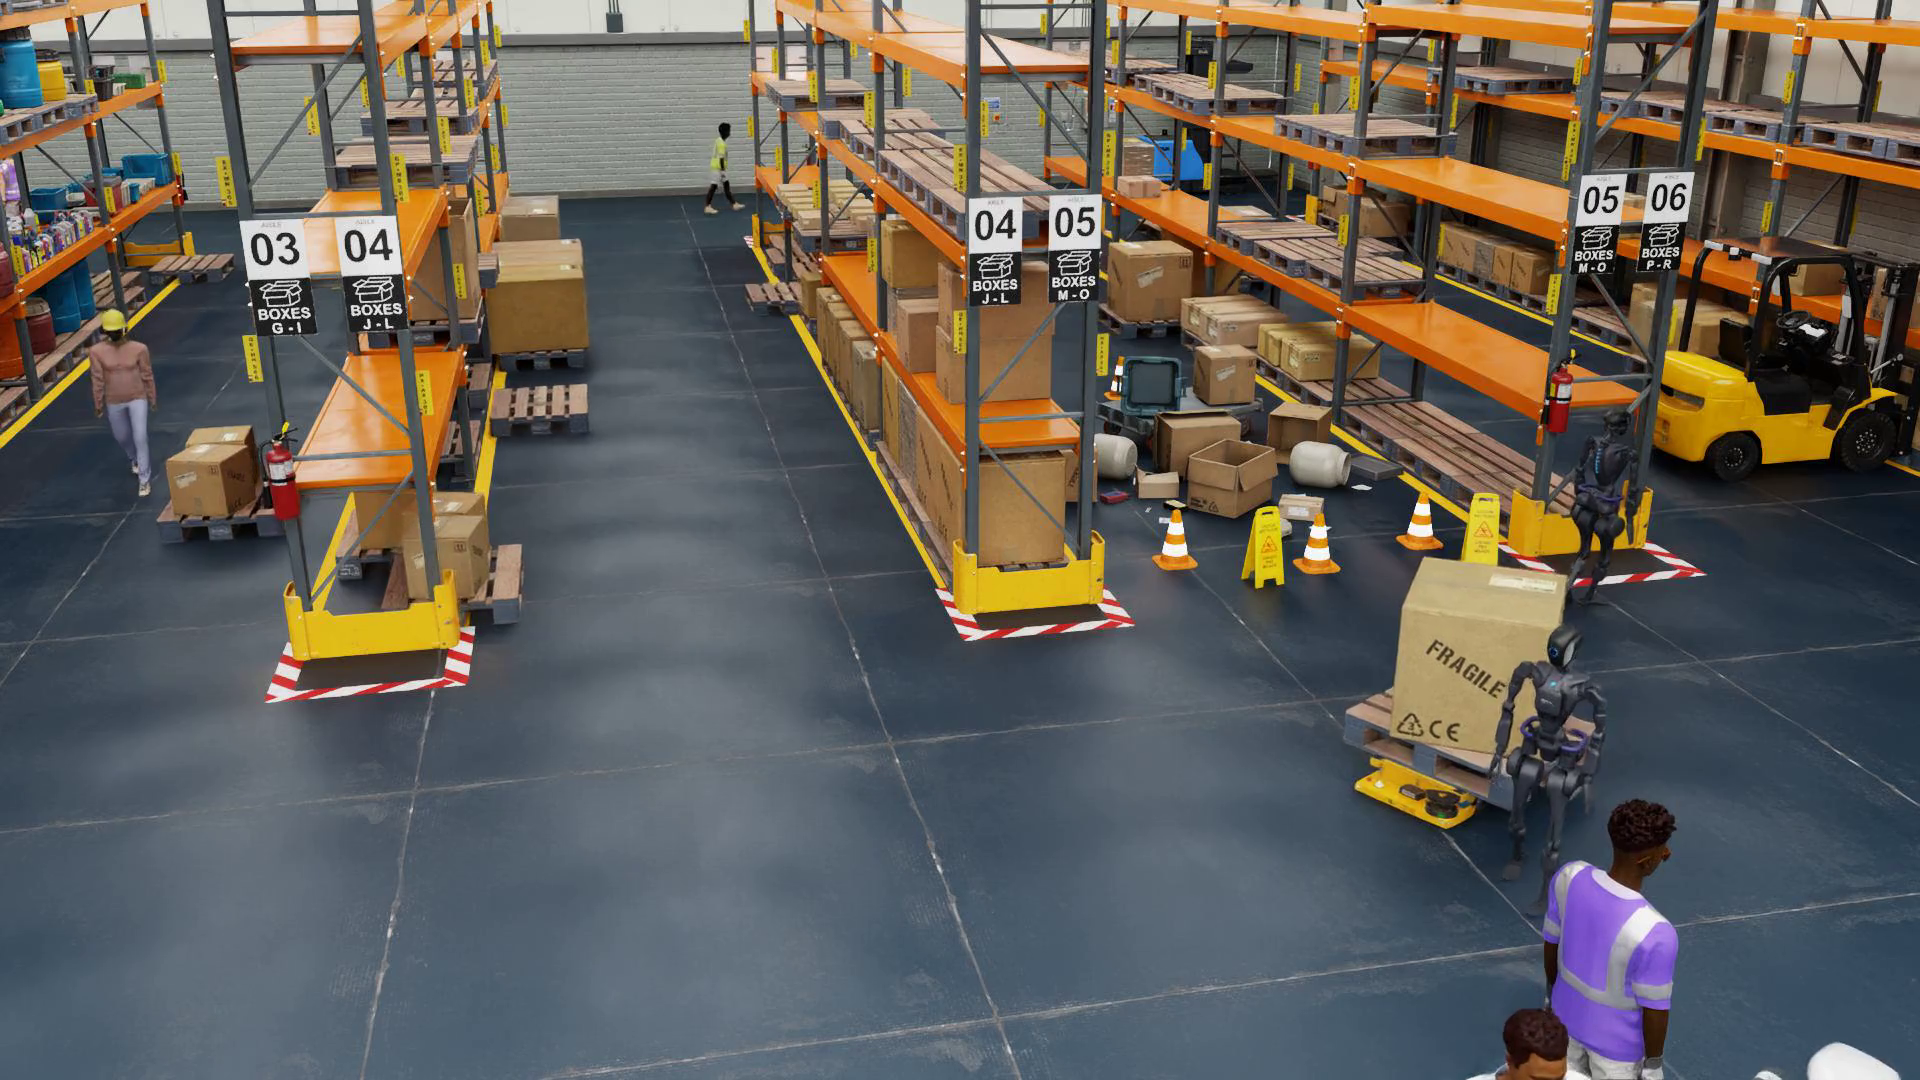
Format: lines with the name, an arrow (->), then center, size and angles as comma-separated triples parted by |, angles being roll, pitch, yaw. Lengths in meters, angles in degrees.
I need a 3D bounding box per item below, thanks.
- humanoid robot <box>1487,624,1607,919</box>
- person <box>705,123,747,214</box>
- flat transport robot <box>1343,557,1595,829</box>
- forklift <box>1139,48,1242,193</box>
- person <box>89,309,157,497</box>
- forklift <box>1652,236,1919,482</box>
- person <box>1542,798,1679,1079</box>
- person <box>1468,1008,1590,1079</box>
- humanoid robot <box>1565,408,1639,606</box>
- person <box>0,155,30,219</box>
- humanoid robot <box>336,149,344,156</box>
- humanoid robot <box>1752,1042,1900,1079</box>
humanoid robot -> 3.150, 1.199, 8.968 | 0.611, 1.646, 0.562 | 16, 26, 37
person -> -4.358, -6.845, 30.656 | 0.813, 1.638, 0.542 | -2, 20, -6
flat transport robot -> 3.192, 1.399, 10.436 | 1.431, 0.231, 0.659 | -17, 26, -39
forklift -> 4.566, -8.313, 32.860 | 1.873, 2.768, 1.129 | -4, 21, -12
person -> -7.862, -1.341, 15.701 | 0.528, 1.743, 0.776 | -6, 21, -16
forklift -> 8.013, -1.814, 16.330 | 2.313, 2.155, 1.214 | -4, 21, -12
person -> 2.563, 1.915, 6.611 | 0.361, 1.963, 0.612 | -9, 22, -22
person -> 1.793, 2.357, 5.505 | 0.614, 1.901, 0.484 | -3, 21, -7
humanoid robot -> 4.915, -0.239, 12.846 | 0.488, 1.634, 0.608 | -11, 23, -27
person -> -15.323, -5.513, 27.013 | 0.349, 1.688, 0.489 | 11, 23, 28
humanoid robot -> -10.034, -5.618, 27.384 | 0.805, 1.615, 0.616 | 6, 21, 17
humanoid robot -> 2.900, 2.385, 5.666 | 0.571, 1.741, 0.959 | 17, 27, 39
